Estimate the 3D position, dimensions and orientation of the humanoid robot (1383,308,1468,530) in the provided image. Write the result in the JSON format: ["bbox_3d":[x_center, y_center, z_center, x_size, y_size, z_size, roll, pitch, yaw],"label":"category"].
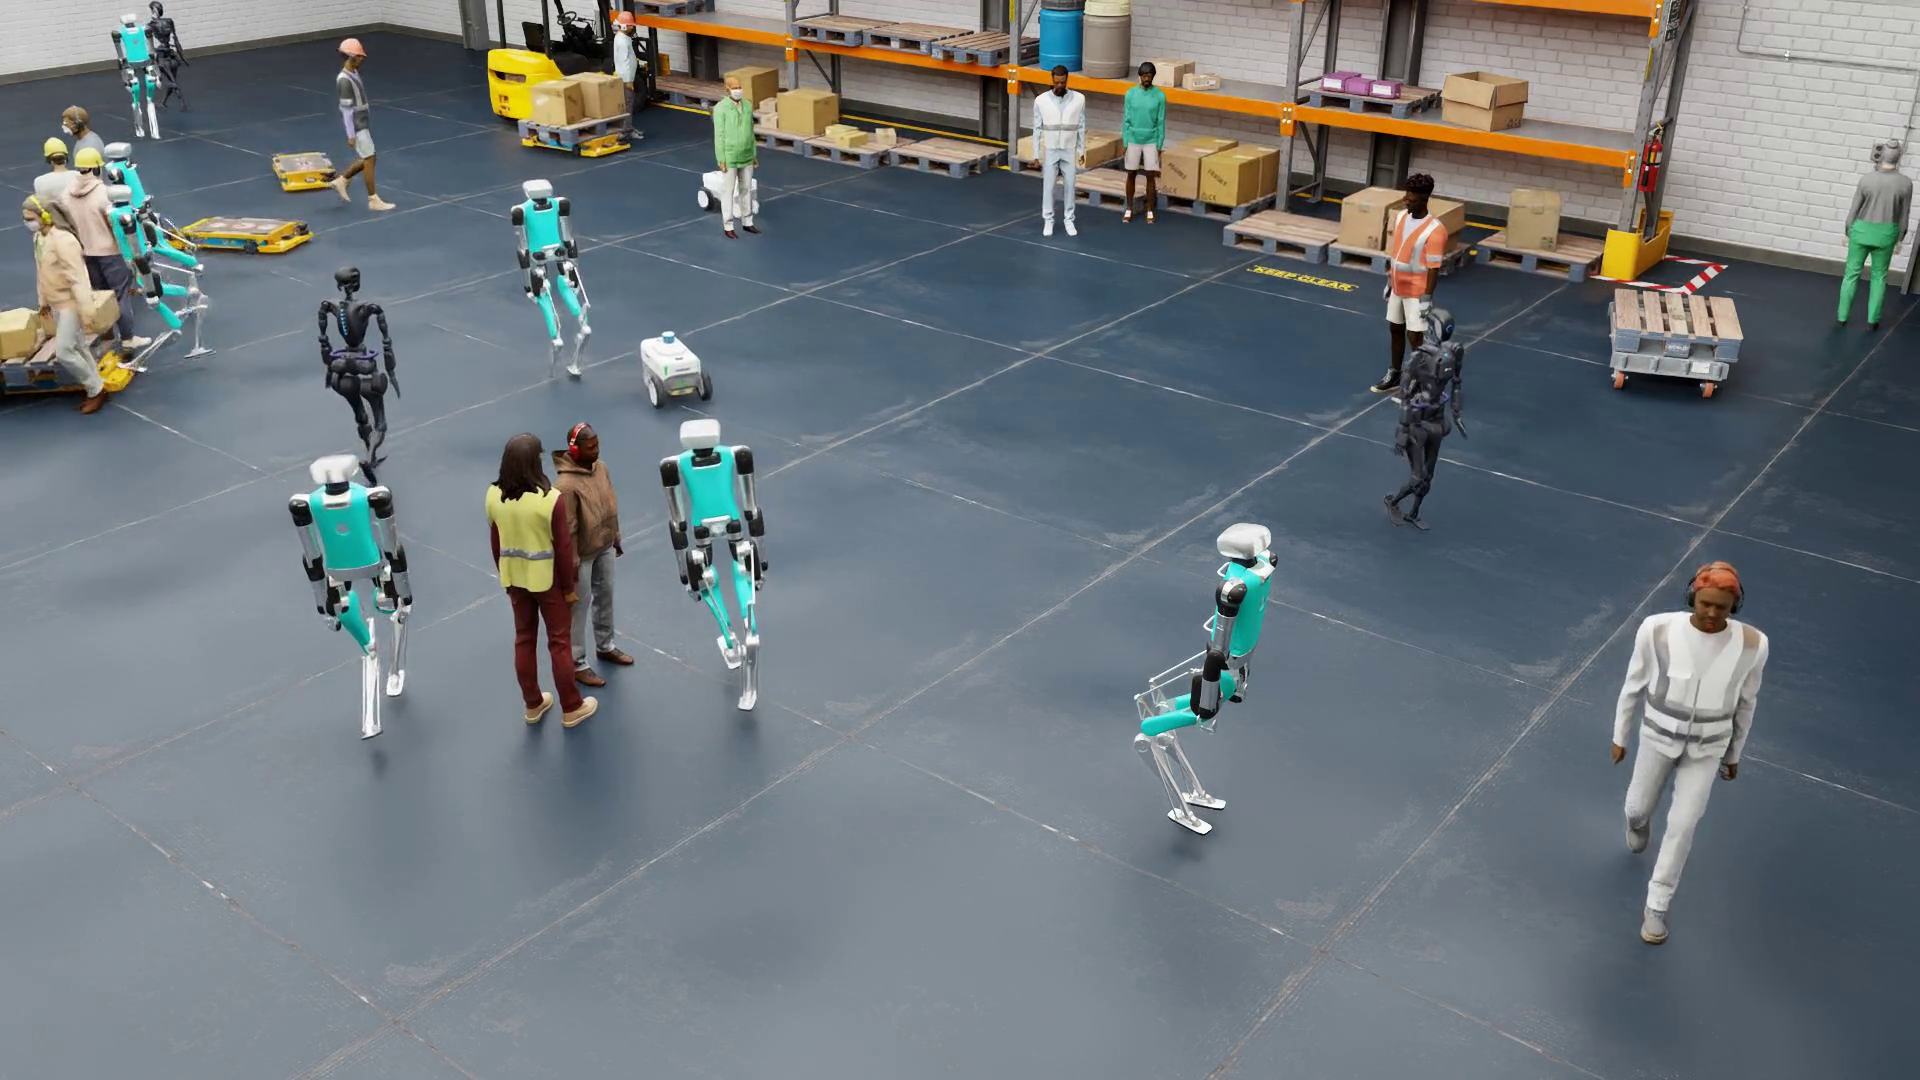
[{"bbox_3d":[3.289,-0.850,11.714,0.600,1.648,0.380,-13,29,-26],"label":"humanoid robot"}]

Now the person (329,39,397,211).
[{"bbox_3d":[-7.204,-4.906,19.734,0.664,2.011,0.641,-4,26,-8],"label":"person"}]

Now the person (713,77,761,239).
[{"bbox_3d":[-2.520,-4.321,18.780,0.536,1.784,0.383,-21,33,-37],"label":"person"}]

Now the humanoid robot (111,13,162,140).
[{"bbox_3d":[-11.546,-6.454,23.336,0.547,1.869,0.829,-19,32,-34],"label":"humanoid robot"}]

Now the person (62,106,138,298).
[{"bbox_3d":[-8.609,-3.374,16.657,0.366,1.932,0.628,-13,29,-25],"label":"person"}]

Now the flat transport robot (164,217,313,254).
[{"bbox_3d":[-8.091,-3.417,18.647,1.431,0.231,0.659,4,26,8],"label":"flat transport robot"}]

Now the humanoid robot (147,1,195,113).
[{"bbox_3d":[-12.007,-7.297,25.138,0.773,1.649,0.609,9,27,18],"label":"humanoid robot"}]

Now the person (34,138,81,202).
[{"bbox_3d":[-8.568,-2.992,16.074,0.538,1.740,0.433,-22,33,-38],"label":"person"}]

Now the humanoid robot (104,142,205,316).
[{"bbox_3d":[-7.600,-2.932,15.960,0.803,1.780,0.534,-6,26,-12],"label":"humanoid robot"}]

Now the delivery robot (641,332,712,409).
[{"bbox_3d":[-2.480,-1.477,14.317,0.499,0.610,0.804,-12,28,-24],"label":"delivery robot"}]

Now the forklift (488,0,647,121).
[{"bbox_3d":[-5.874,-7.334,24.552,1.214,2.155,2.313,19,32,34],"label":"forklift"}]

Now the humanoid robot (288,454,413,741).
[{"bbox_3d":[-3.347,0.255,9.378,0.548,1.741,1.048,-5,26,-9],"label":"humanoid robot"}]

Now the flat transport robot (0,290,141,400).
[{"bbox_3d":[-8.033,-1.452,14.578,1.431,0.231,0.659,-5,26,-9],"label":"flat transport robot"}]

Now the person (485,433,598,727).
[{"bbox_3d":[-2.381,0.246,9.337,0.466,1.768,0.380,7,27,14],"label":"person"}]

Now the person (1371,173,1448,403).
[{"bbox_3d":[3.806,-2.129,14.046,0.369,1.958,0.596,-10,27,-20],"label":"person"}]

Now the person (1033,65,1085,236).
[{"bbox_3d":[1.117,-4.405,18.815,0.596,1.907,0.410,-3,26,-5],"label":"person"}]

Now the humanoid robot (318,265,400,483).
[{"bbox_3d":[-4.587,-1.254,12.571,0.593,1.640,0.647,3,26,5],"label":"humanoid robot"}]

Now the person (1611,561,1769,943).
[{"bbox_3d":[3.391,0.919,7.840,0.584,1.860,0.787,9,27,18],"label":"person"}]

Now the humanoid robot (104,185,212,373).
[{"bbox_3d":[-6.979,-2.292,14.659,1.033,1.744,0.563,-17,31,-32],"label":"humanoid robot"}]

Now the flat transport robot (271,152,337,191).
[{"bbox_3d":[-8.445,-4.754,21.416,0.659,0.231,1.431,-12,28,-23],"label":"flat transport robot"}]

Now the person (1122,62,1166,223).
[{"bbox_3d":[2.132,-4.623,19.338,0.496,1.843,0.404,4,26,9],"label":"person"}]

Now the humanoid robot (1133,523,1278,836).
[{"bbox_3d":[1.166,0.656,8.369,0.735,1.677,0.533,15,29,27],"label":"humanoid robot"}]

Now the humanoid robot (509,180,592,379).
[{"bbox_3d":[-3.466,-2.158,14.407,0.557,1.844,0.723,-17,31,-31],"label":"humanoid robot"}]

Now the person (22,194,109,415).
[{"bbox_3d":[-7.407,-1.937,13.754,0.618,1.853,0.492,20,32,35],"label":"person"}]

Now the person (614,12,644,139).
[{"bbox_3d":[-4.670,-6.542,23.429,0.351,1.738,0.572,-6,26,-12],"label":"person"}]

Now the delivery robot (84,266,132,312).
[{"bbox_3d":[-8.447,-2.465,16.341,0.499,0.590,0.793,-21,33,-36],"label":"delivery robot"}]

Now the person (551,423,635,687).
[{"bbox_3d":[-2.197,0.069,9.847,0.309,1.644,0.458,13,29,25],"label":"person"}]

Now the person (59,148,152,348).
[{"bbox_3d":[-7.843,-2.644,15.227,0.810,1.855,0.435,7,27,14],"label":"person"}]

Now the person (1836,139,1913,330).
[{"bbox_3d":[8.676,-2.899,15.777,0.531,1.837,0.372,11,28,22],"label":"person"}]

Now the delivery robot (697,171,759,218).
[{"bbox_3d":[-2.777,-4.200,19.960,0.499,0.613,0.790,-23,34,-39],"label":"delivery robot"}]

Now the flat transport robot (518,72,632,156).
[{"bbox_3d":[-5.314,-5.530,23.022,1.431,0.231,0.659,16,30,30],"label":"flat transport robot"}]

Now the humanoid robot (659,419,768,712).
[{"bbox_3d":[-1.361,0.209,9.455,0.581,1.725,1.047,-5,26,-10],"label":"humanoid robot"}]
